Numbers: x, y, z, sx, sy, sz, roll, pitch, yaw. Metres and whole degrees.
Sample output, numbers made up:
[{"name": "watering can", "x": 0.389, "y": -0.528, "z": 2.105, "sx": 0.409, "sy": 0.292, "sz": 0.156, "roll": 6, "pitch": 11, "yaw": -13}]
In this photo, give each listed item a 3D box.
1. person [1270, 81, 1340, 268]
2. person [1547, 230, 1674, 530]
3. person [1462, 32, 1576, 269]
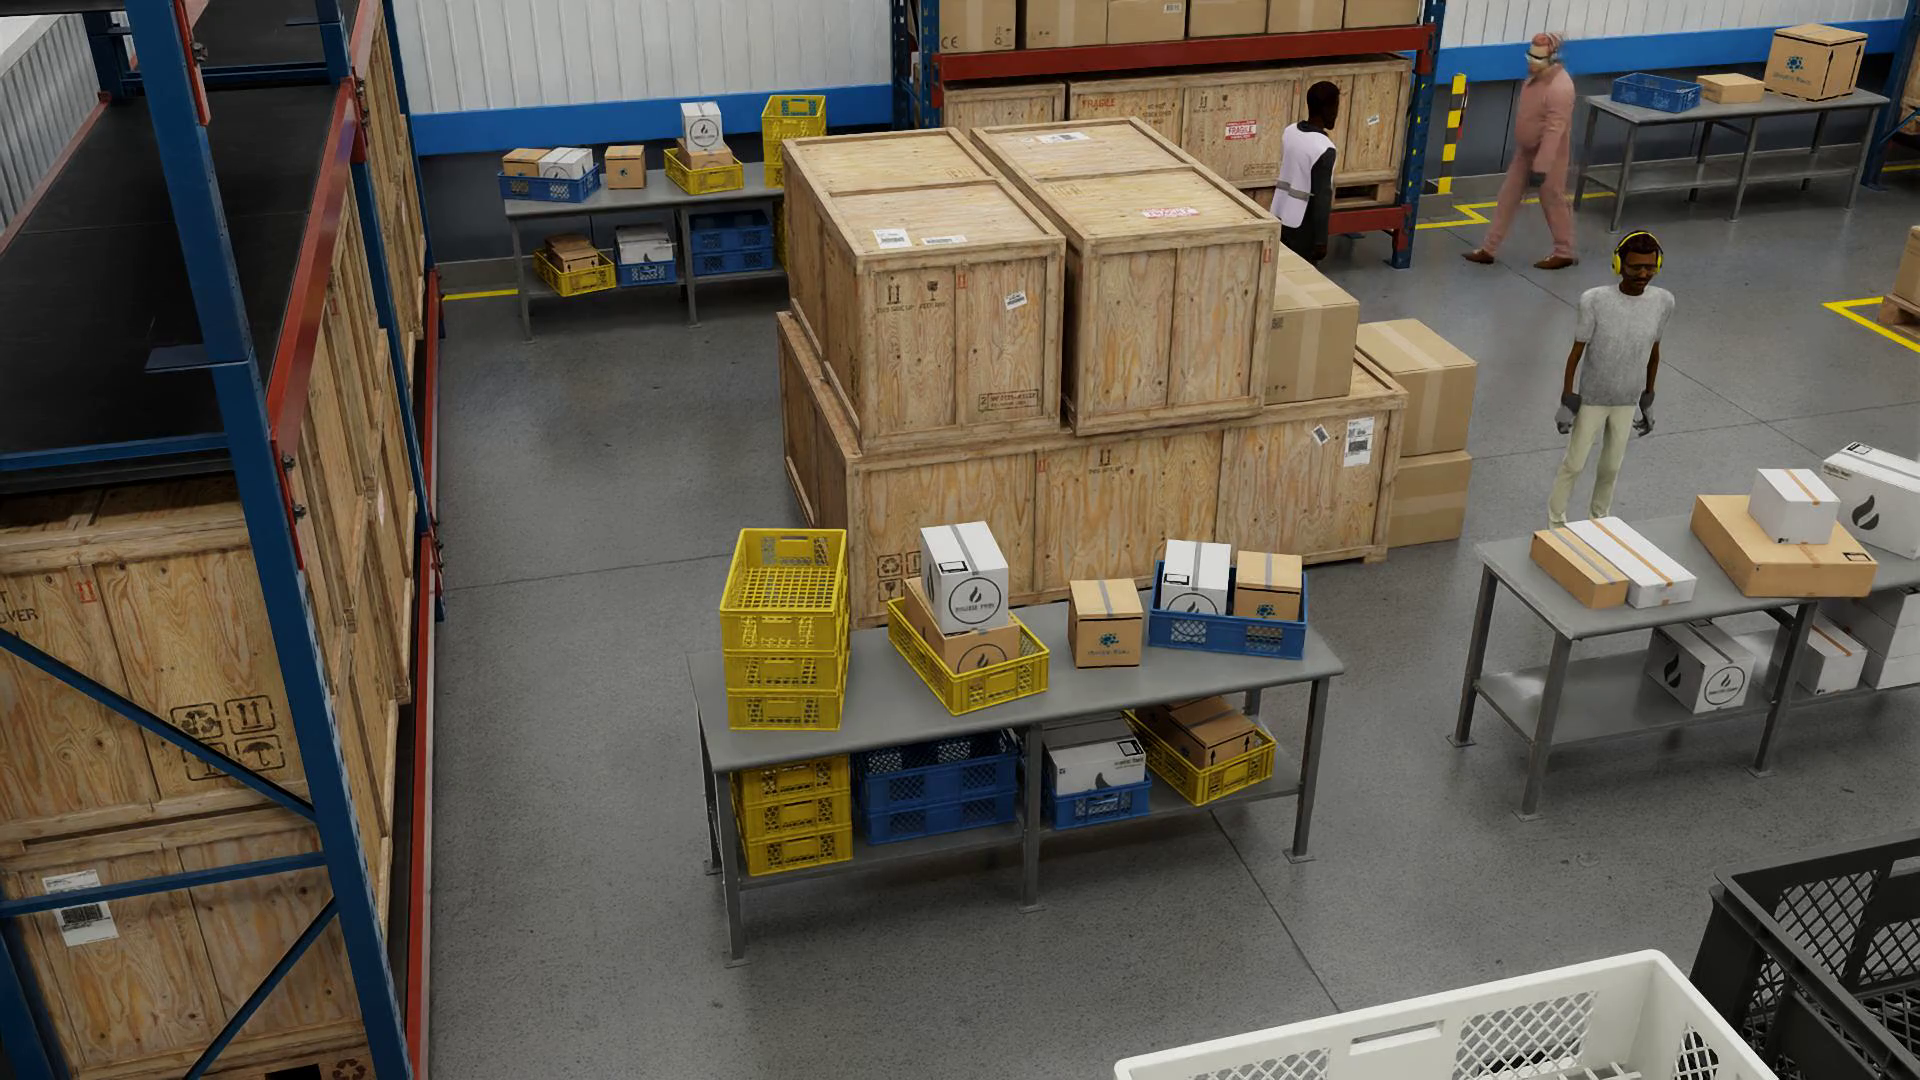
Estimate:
[{"name": "person", "x": 2.318, "y": -2.153, "z": 11.315, "sx": 0.385, "sy": 1.910, "sz": 0.592, "roll": -9, "pitch": 30, "yaw": -15}, {"name": "person", "x": 3.416, "y": -0.722, "z": 8.754, "sx": 0.532, "sy": 1.870, "sz": 0.319, "roll": -1, "pitch": 29, "yaw": -2}, {"name": "person", "x": 4.451, "y": -2.983, "z": 12.876, "sx": 0.976, "sy": 1.856, "sz": 0.670, "roll": -5, "pitch": 29, "yaw": -8}]
